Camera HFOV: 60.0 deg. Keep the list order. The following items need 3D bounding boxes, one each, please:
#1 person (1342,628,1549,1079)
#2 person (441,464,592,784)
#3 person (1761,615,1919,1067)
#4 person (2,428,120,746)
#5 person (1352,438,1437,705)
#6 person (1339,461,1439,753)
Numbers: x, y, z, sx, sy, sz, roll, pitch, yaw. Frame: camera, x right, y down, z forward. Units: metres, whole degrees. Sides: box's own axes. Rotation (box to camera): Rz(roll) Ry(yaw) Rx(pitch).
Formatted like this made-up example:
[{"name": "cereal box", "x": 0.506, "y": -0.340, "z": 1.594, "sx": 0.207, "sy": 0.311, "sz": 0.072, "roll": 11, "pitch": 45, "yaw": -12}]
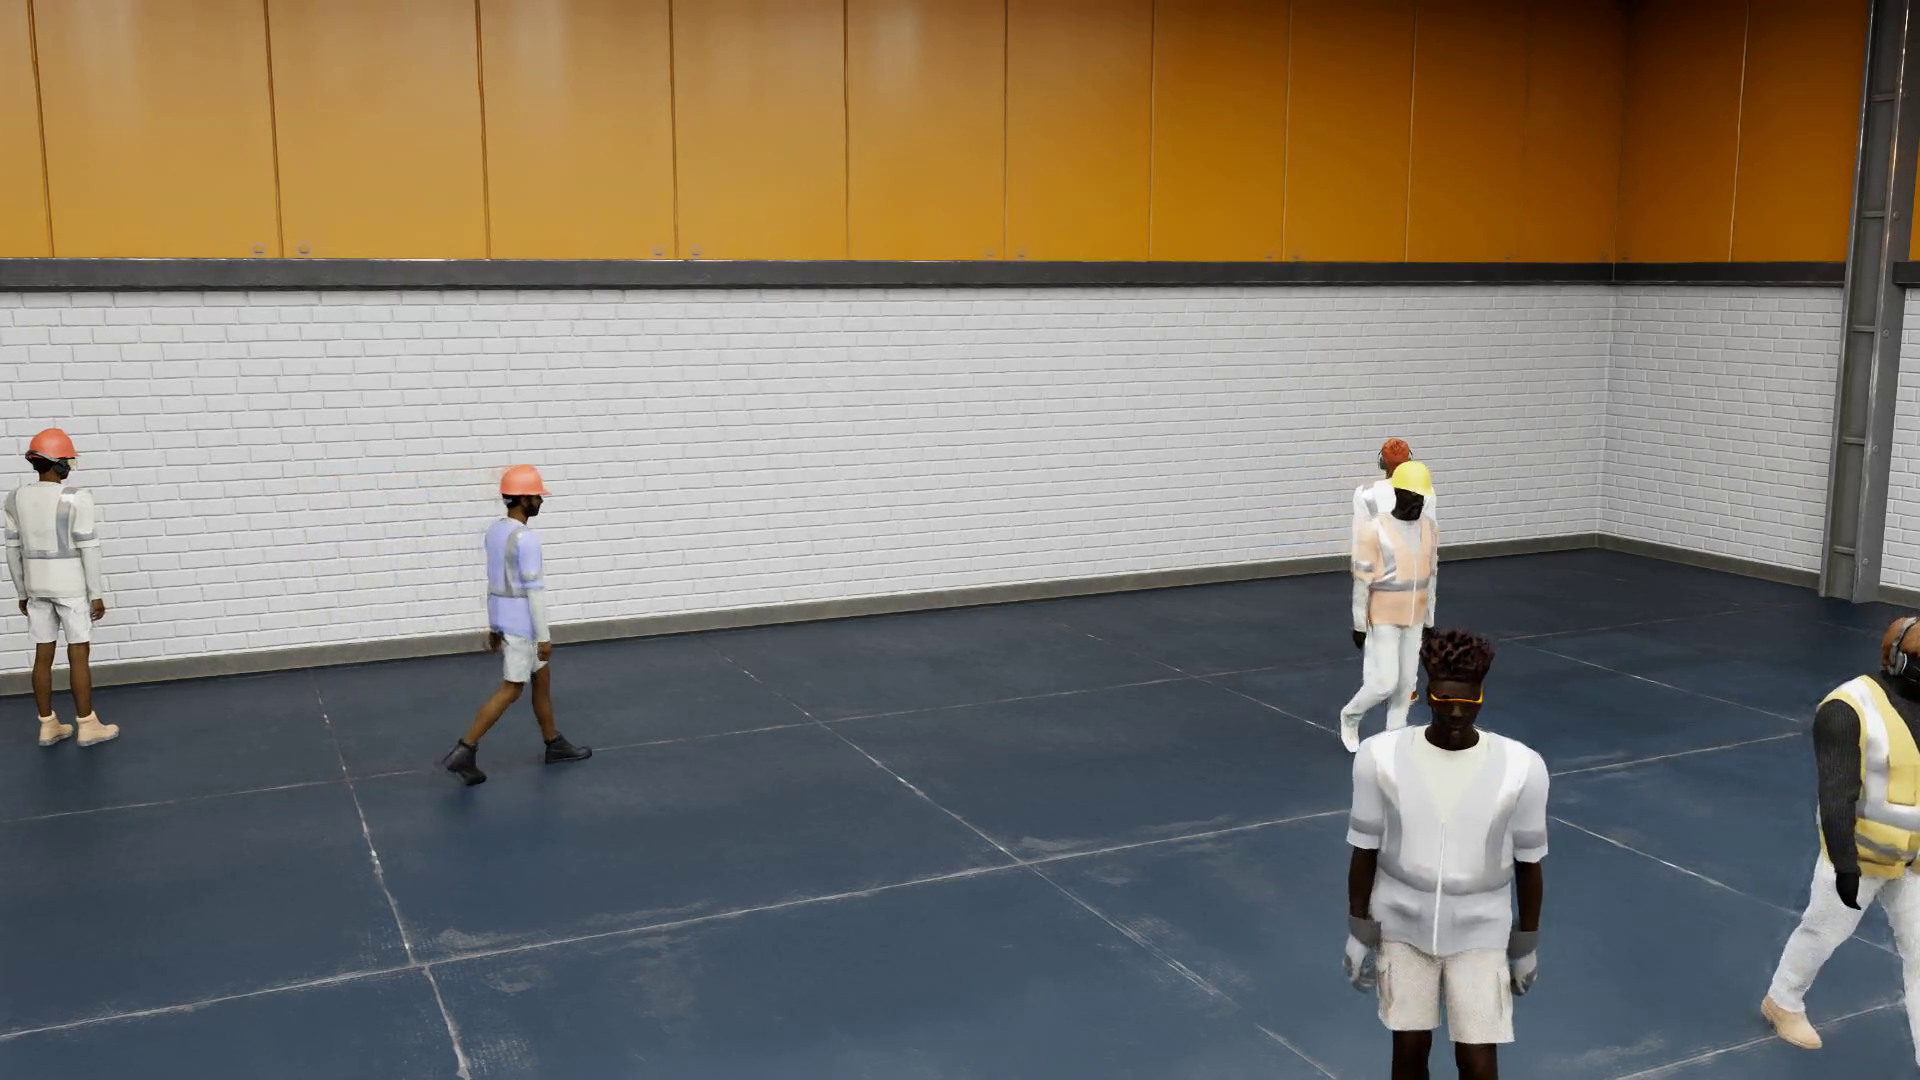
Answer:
[{"name": "person", "x": 1.513, "y": 1.230, "z": 5.235, "sx": 0.602, "sy": 1.952, "sz": 0.415, "roll": 3, "pitch": 10, "yaw": 20}, {"name": "person", "x": -2.699, "y": 0.495, "z": 9.959, "sx": 0.955, "sy": 1.904, "sz": 0.558, "roll": -7, "pitch": 11, "yaw": -37}, {"name": "person", "x": 3.426, "y": 1.149, "z": 6.218, "sx": 0.628, "sy": 1.802, "sz": 0.946, "roll": -1, "pitch": 9, "yaw": -8}, {"name": "person", "x": -5.766, "y": 0.306, "z": 10.665, "sx": 0.609, "sy": 2.043, "sz": 0.397, "roll": 1, "pitch": 9, "yaw": 8}, {"name": "person", "x": 3.032, "y": 0.225, "z": 11.660, "sx": 0.576, "sy": 1.883, "sz": 0.355, "roll": 1, "pitch": 9, "yaw": 9}, {"name": "person", "x": 2.648, "y": 0.454, "z": 10.165, "sx": 0.583, "sy": 1.909, "sz": 0.524, "roll": -5, "pitch": 10, "yaw": -27}]
